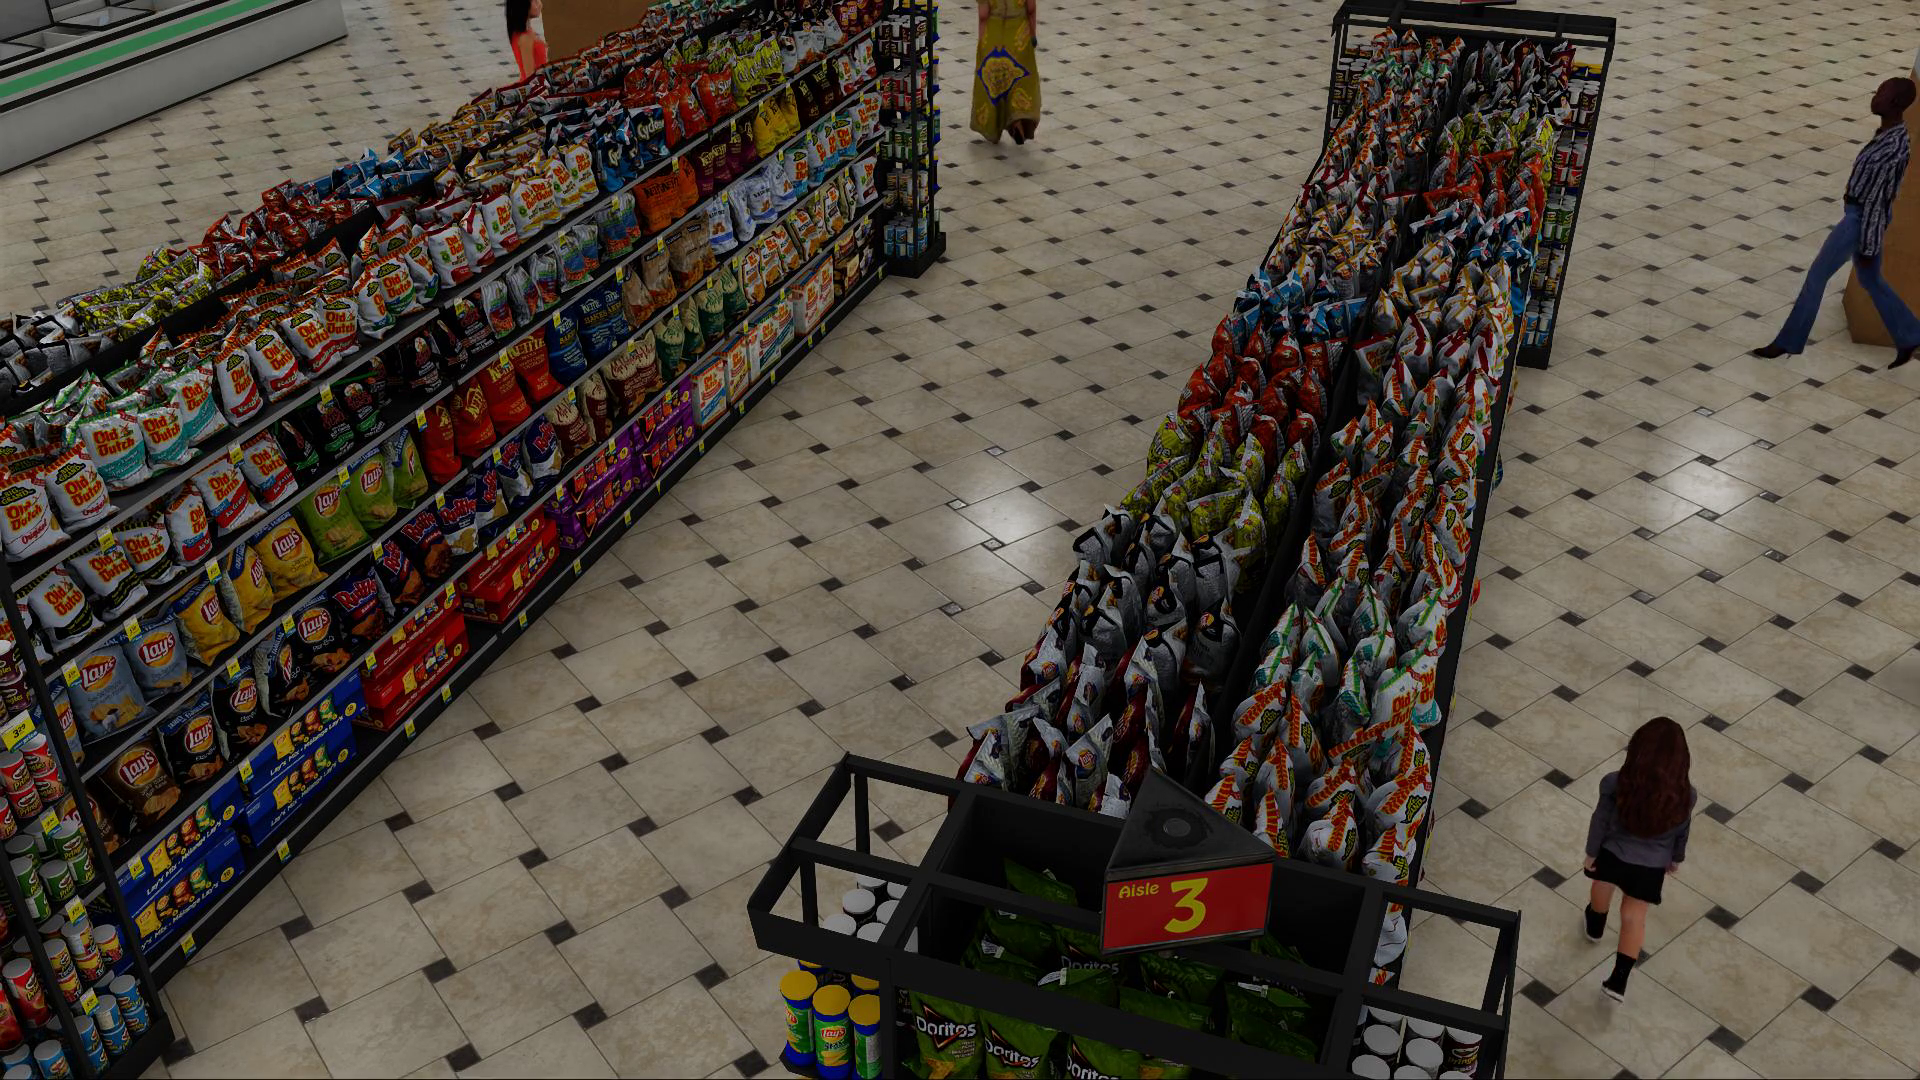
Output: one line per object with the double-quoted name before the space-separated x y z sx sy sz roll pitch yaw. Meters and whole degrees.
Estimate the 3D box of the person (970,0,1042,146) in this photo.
"person" 0.384 -3.903 13.252 0.923 1.638 1.076 -1 32 -2

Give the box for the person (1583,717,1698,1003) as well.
"person" 2.324 1.101 5.734 0.512 1.083 0.786 9 33 14

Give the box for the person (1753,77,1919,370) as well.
"person" 5.380 -1.776 9.724 0.779 1.754 1.111 16 35 23

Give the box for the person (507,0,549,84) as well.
"person" -3.060 -3.088 11.875 0.803 1.709 0.736 -14 34 -21
